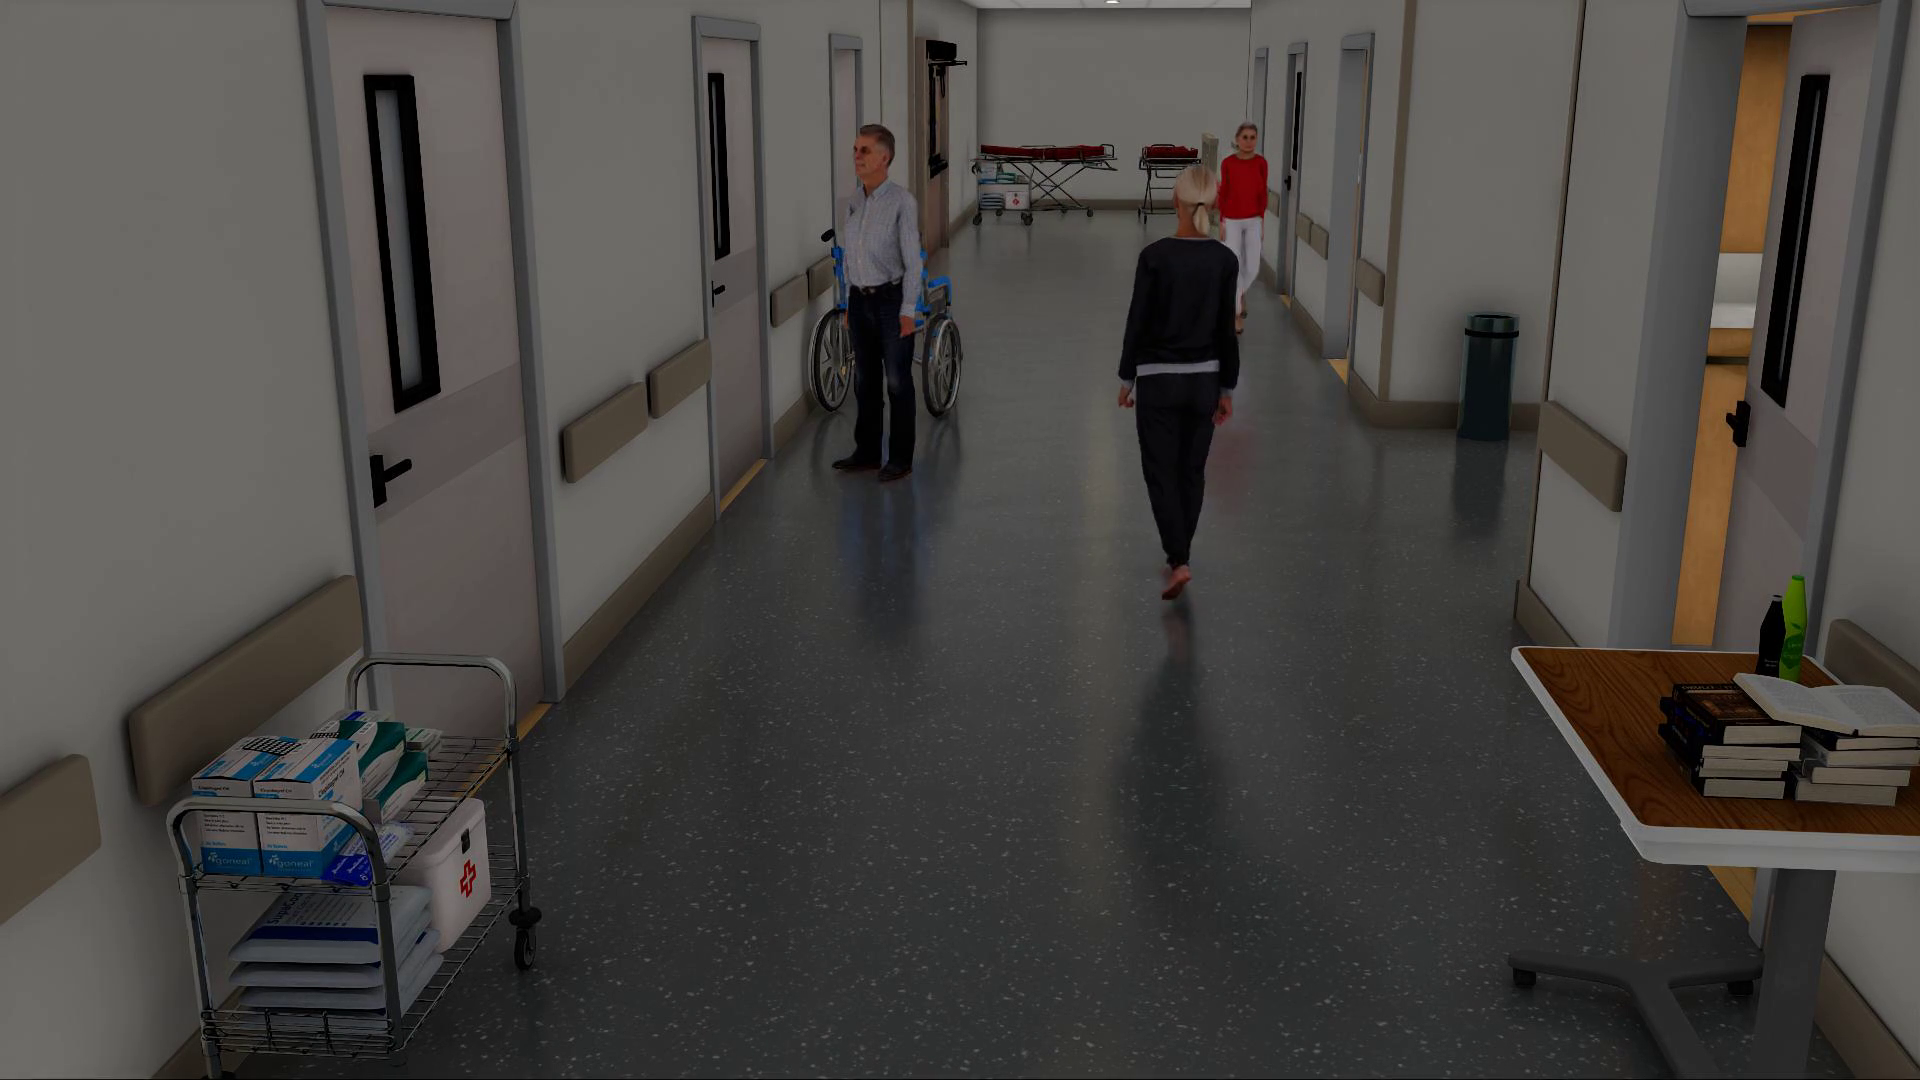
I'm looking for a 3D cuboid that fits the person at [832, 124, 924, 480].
[{"bbox_3d":[-0.409,-1.237,8.658,0.735,1.819,0.759,13,20,39],"label":"person"}]

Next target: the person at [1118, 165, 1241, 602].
[{"bbox_3d":[0.890,-0.613,6.663,0.791,1.701,1.133,-3,16,-10],"label":"person"}]

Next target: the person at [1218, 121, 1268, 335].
[{"bbox_3d":[2.276,-2.538,13.524,0.568,1.684,0.810,0,16,2],"label":"person"}]
